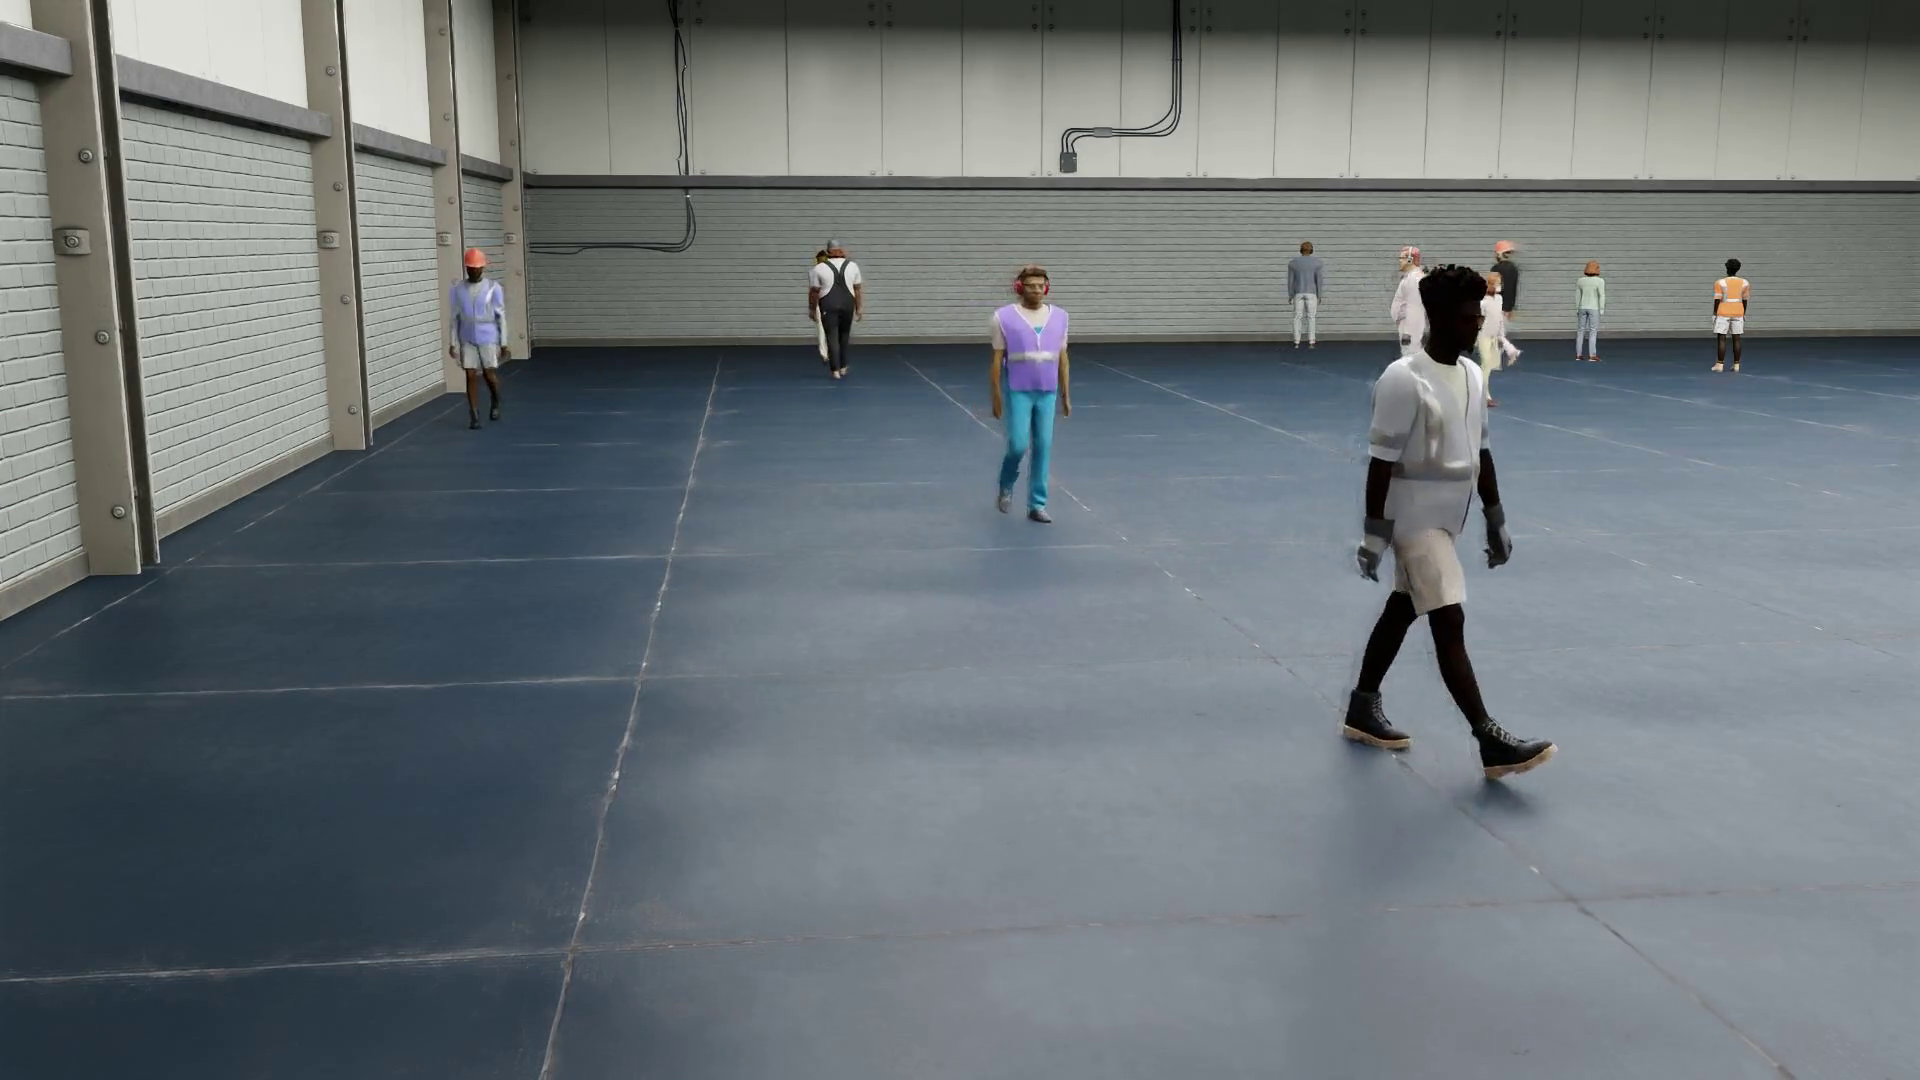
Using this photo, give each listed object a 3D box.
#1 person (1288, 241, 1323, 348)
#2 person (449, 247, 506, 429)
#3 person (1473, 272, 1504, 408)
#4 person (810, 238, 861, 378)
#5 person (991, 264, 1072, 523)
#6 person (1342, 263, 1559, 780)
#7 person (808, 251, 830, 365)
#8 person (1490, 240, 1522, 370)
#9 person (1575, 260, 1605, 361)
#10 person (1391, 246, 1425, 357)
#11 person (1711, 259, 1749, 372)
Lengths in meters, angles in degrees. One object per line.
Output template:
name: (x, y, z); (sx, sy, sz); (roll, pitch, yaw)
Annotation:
person: (6.275, -4.449, 30.243); (0.627, 1.940, 0.371); (4, 11, 19)
person: (-5.102, -2.133, 17.609); (0.568, 1.916, 0.547); (-1, 10, -6)
person: (6.246, -2.400, 19.889); (0.505, 1.611, 0.534); (-9, 14, -41)
person: (-1.840, -3.392, 24.165); (0.710, 2.000, 0.926); (-3, 11, -18)
person: (0.510, -1.037, 11.839); (0.567, 1.833, 0.435); (-4, 11, -21)
person: (1.872, -0.074, 6.307); (0.633, 1.911, 0.984); (-10, 14, -44)
person: (-2.189, -3.740, 26.751); (0.497, 1.811, 1.026); (-3, 11, -18)
person: (8.224, -3.542, 25.169); (0.638, 1.974, 0.652); (-9, 14, -41)
person: (10.327, -3.755, 27.265); (0.277, 1.636, 0.502); (-9, 14, -40)
person: (5.245, -2.472, 19.491); (0.400, 1.910, 0.643); (4, 11, 19)
person: (11.560, -3.371, 24.992); (0.539, 1.695, 0.318); (0, 10, -2)
